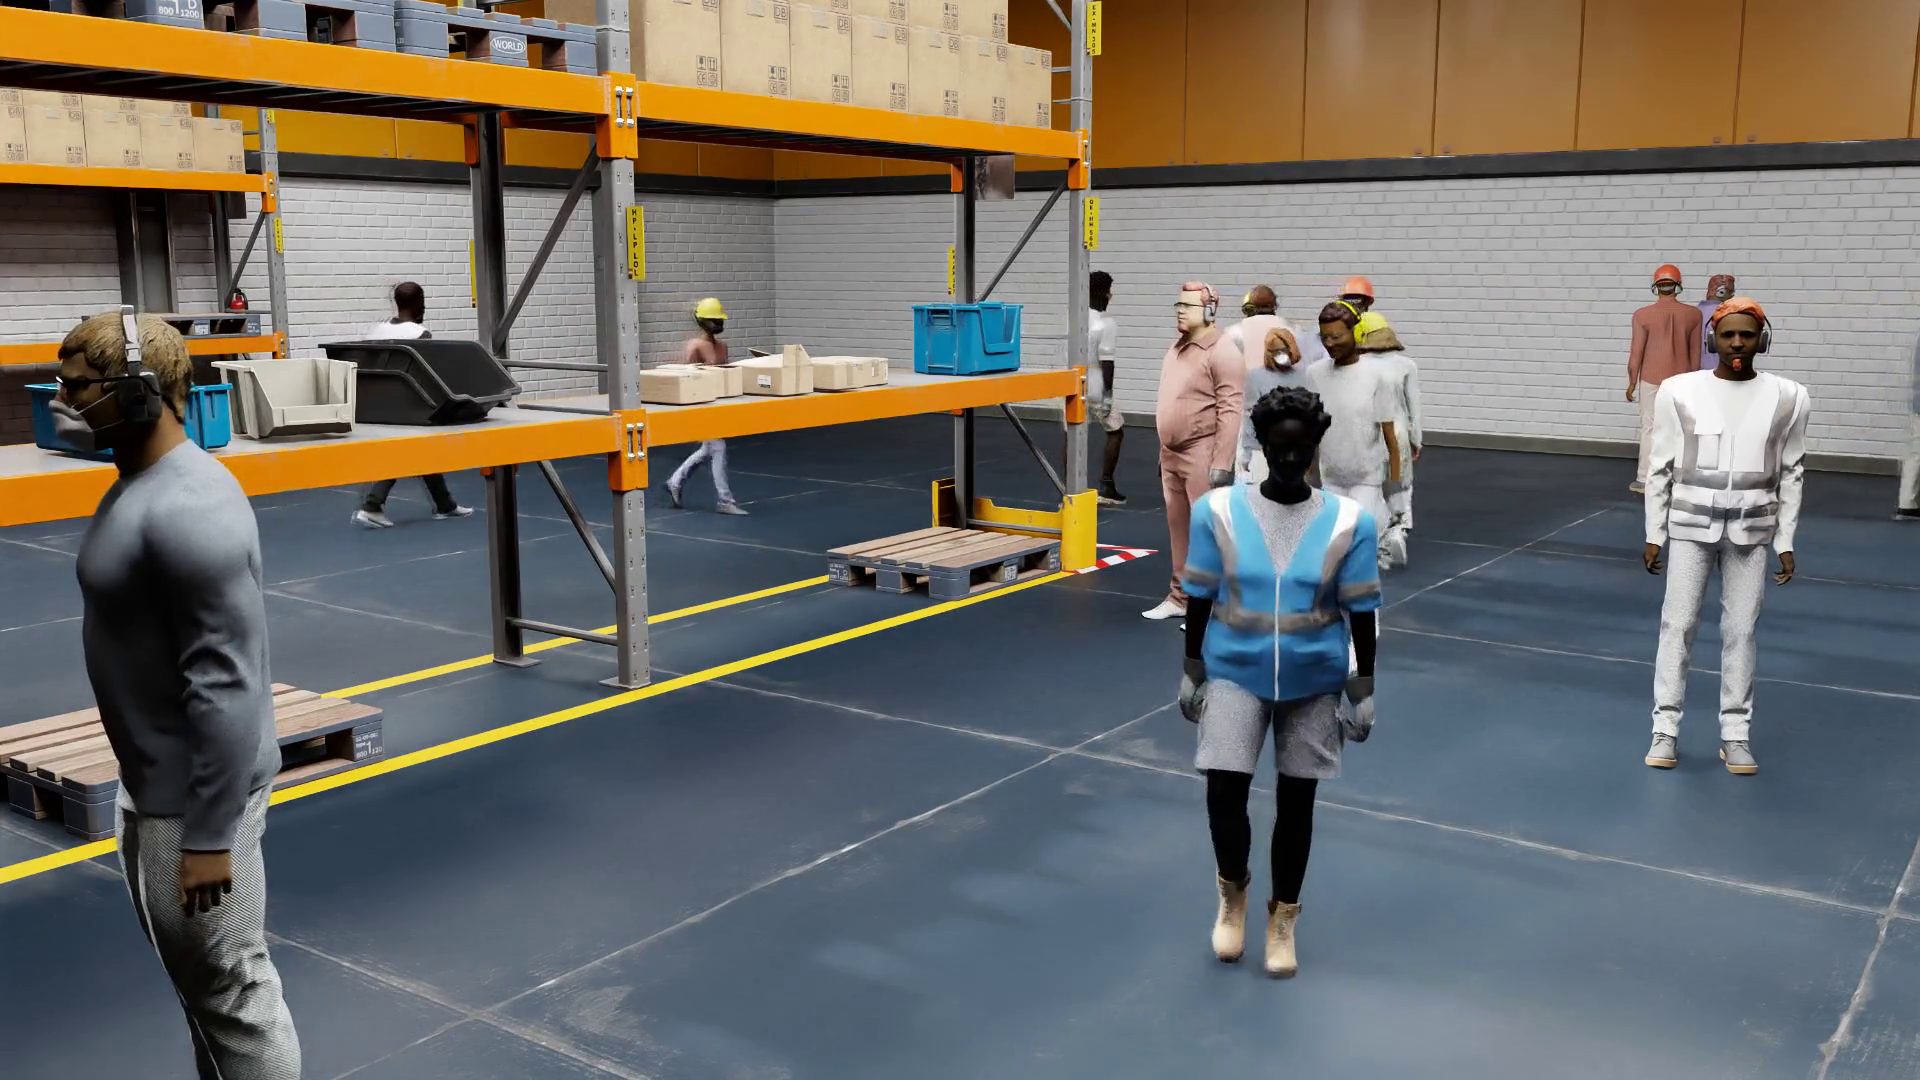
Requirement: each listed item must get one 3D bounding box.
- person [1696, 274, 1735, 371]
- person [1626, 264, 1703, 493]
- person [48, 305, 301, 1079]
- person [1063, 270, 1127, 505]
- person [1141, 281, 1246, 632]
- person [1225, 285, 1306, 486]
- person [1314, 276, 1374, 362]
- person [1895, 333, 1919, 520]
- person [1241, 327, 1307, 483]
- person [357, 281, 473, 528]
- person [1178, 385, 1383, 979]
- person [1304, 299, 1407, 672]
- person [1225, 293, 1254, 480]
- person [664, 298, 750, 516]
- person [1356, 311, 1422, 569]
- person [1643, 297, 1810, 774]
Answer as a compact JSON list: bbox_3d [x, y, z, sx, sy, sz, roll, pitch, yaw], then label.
[{"bbox_3d":[6.842,-1.452,15.106,0.406,1.902,0.636,-1,10,-8],"label":"person"},{"bbox_3d":[6.124,-1.394,14.494,0.610,1.989,0.391,1,10,5],"label":"person"},{"bbox_3d":[-1.550,0.506,3.326,0.355,1.937,0.635,-7,12,-34],"label":"person"},{"bbox_3d":[1.126,-1.235,13.693,0.692,1.943,0.627,-9,13,-42],"label":"person"},{"bbox_3d":[1.274,-0.460,9.163,0.409,1.913,0.646,-5,11,-26],"label":"person"},{"bbox_3d":[2.360,-1.052,12.961,0.671,1.837,0.430,3,10,18],"label":"person"},{"bbox_3d":[2.868,-0.983,12.280,0.503,1.903,0.591,-9,13,-44],"label":"person"},{"bbox_3d":[7.721,-1.037,12.920,0.824,1.796,0.609,-1,10,-9],"label":"person"},{"bbox_3d":[2.033,-0.593,10.860,0.541,1.606,0.587,-4,10,-20],"label":"person"},{"bbox_3d":[-4.225,-1.037,12.735,0.610,1.873,1.003,9,13,42],"label":"person"},{"bbox_3d":[0.890,0.406,4.650,0.558,1.681,0.379,2,10,9],"label":"person"},{"bbox_3d":[2.003,-0.285,8.346,0.602,1.844,0.606,7,12,38],"label":"person"},{"bbox_3d":[2.738,-1.445,15.531,0.542,1.740,0.726,4,10,22],"label":"person"},{"bbox_3d":[-2.055,-1.069,13.321,0.801,1.741,0.529,4,10,23],"label":"person"},{"bbox_3d":[2.731,-0.626,10.800,0.526,1.698,0.508,2,10,11],"label":"person"},{"bbox_3d":[3.012,-0.013,6.589,0.576,1.882,0.355,3,10,17],"label":"person"}]
